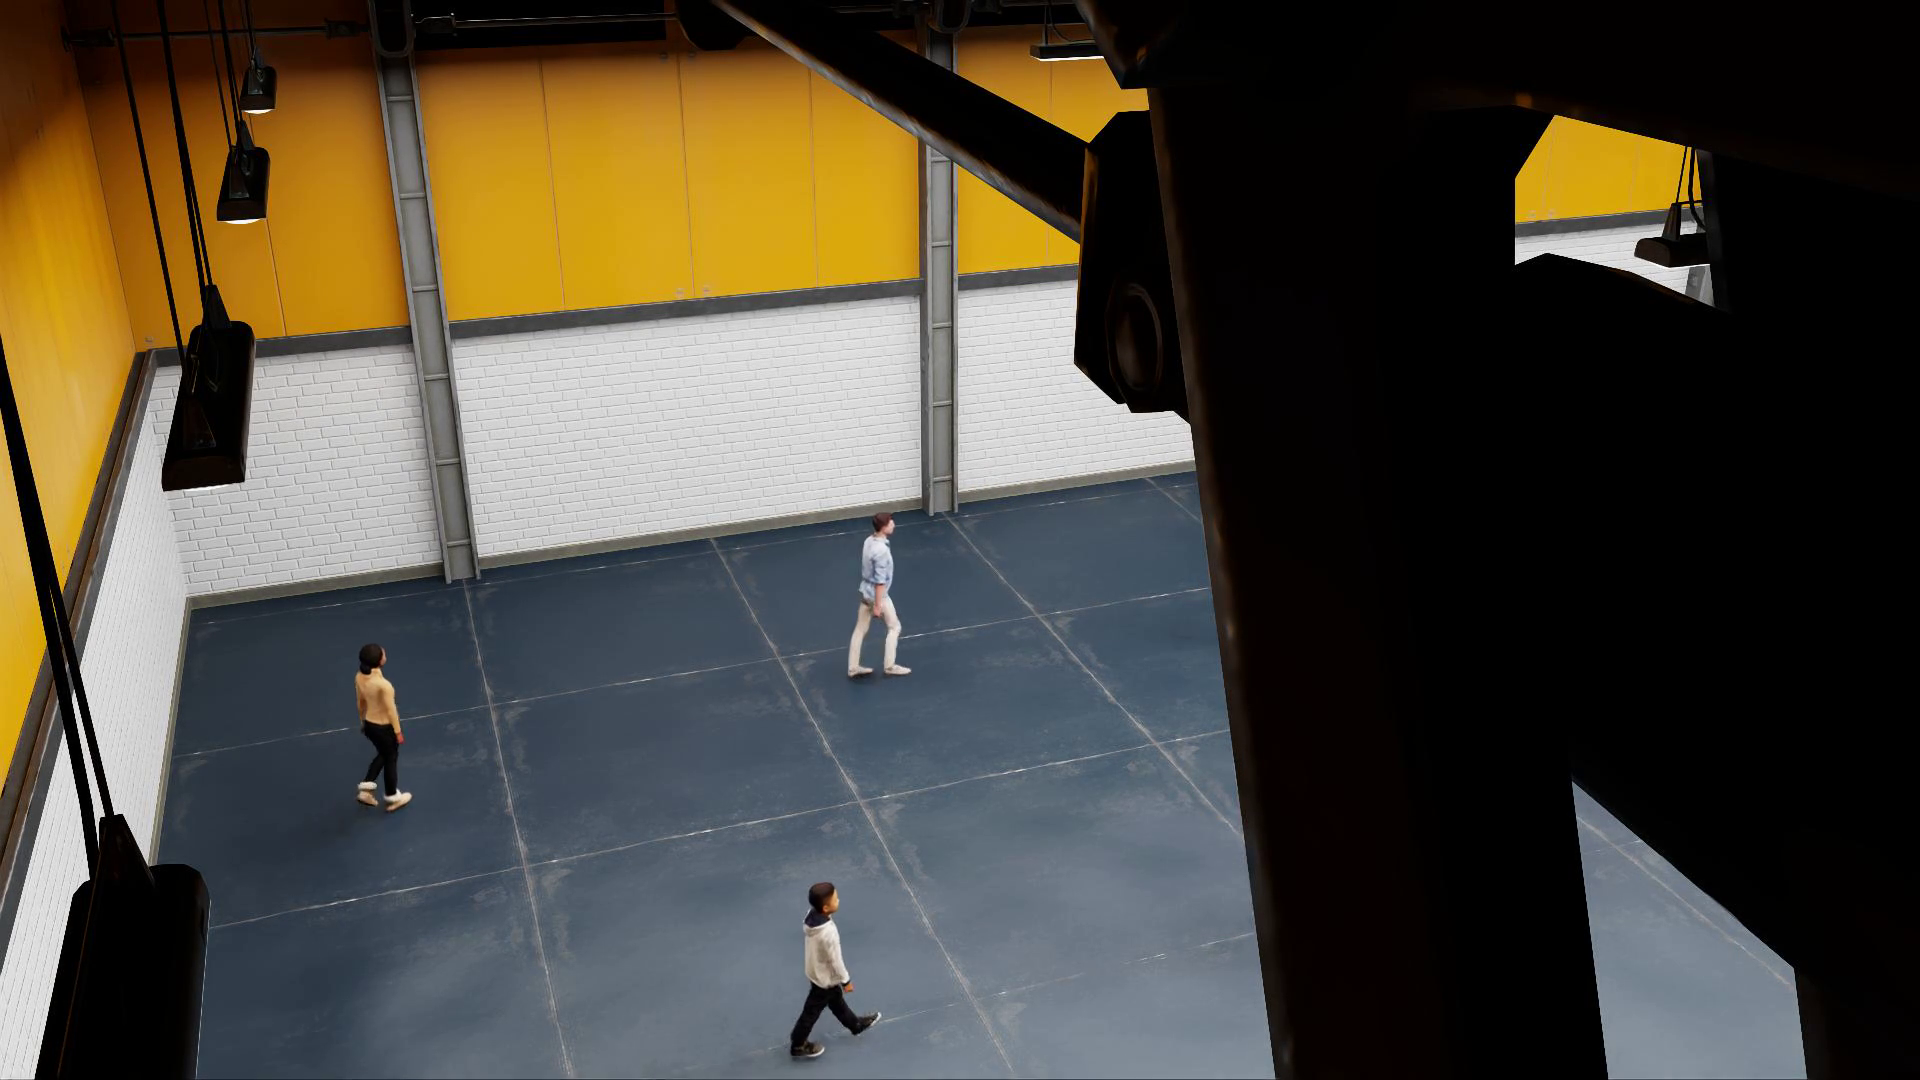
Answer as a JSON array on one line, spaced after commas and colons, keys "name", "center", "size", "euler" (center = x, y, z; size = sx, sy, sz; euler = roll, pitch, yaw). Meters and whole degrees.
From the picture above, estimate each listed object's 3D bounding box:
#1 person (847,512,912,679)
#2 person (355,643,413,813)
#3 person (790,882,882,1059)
[{"name": "person", "center": [-0.937, 0.591, 17.077], "size": [0.859, 1.809, 0.662], "euler": [-10, 25, -21]}, {"name": "person", "center": [-5.193, 1.705, 14.727], "size": [0.795, 1.650, 0.870], "euler": [15, 28, 30]}, {"name": "person", "center": [-1.044, 3.092, 11.842], "size": [0.921, 1.420, 0.607], "euler": [-8, 25, -17]}]
